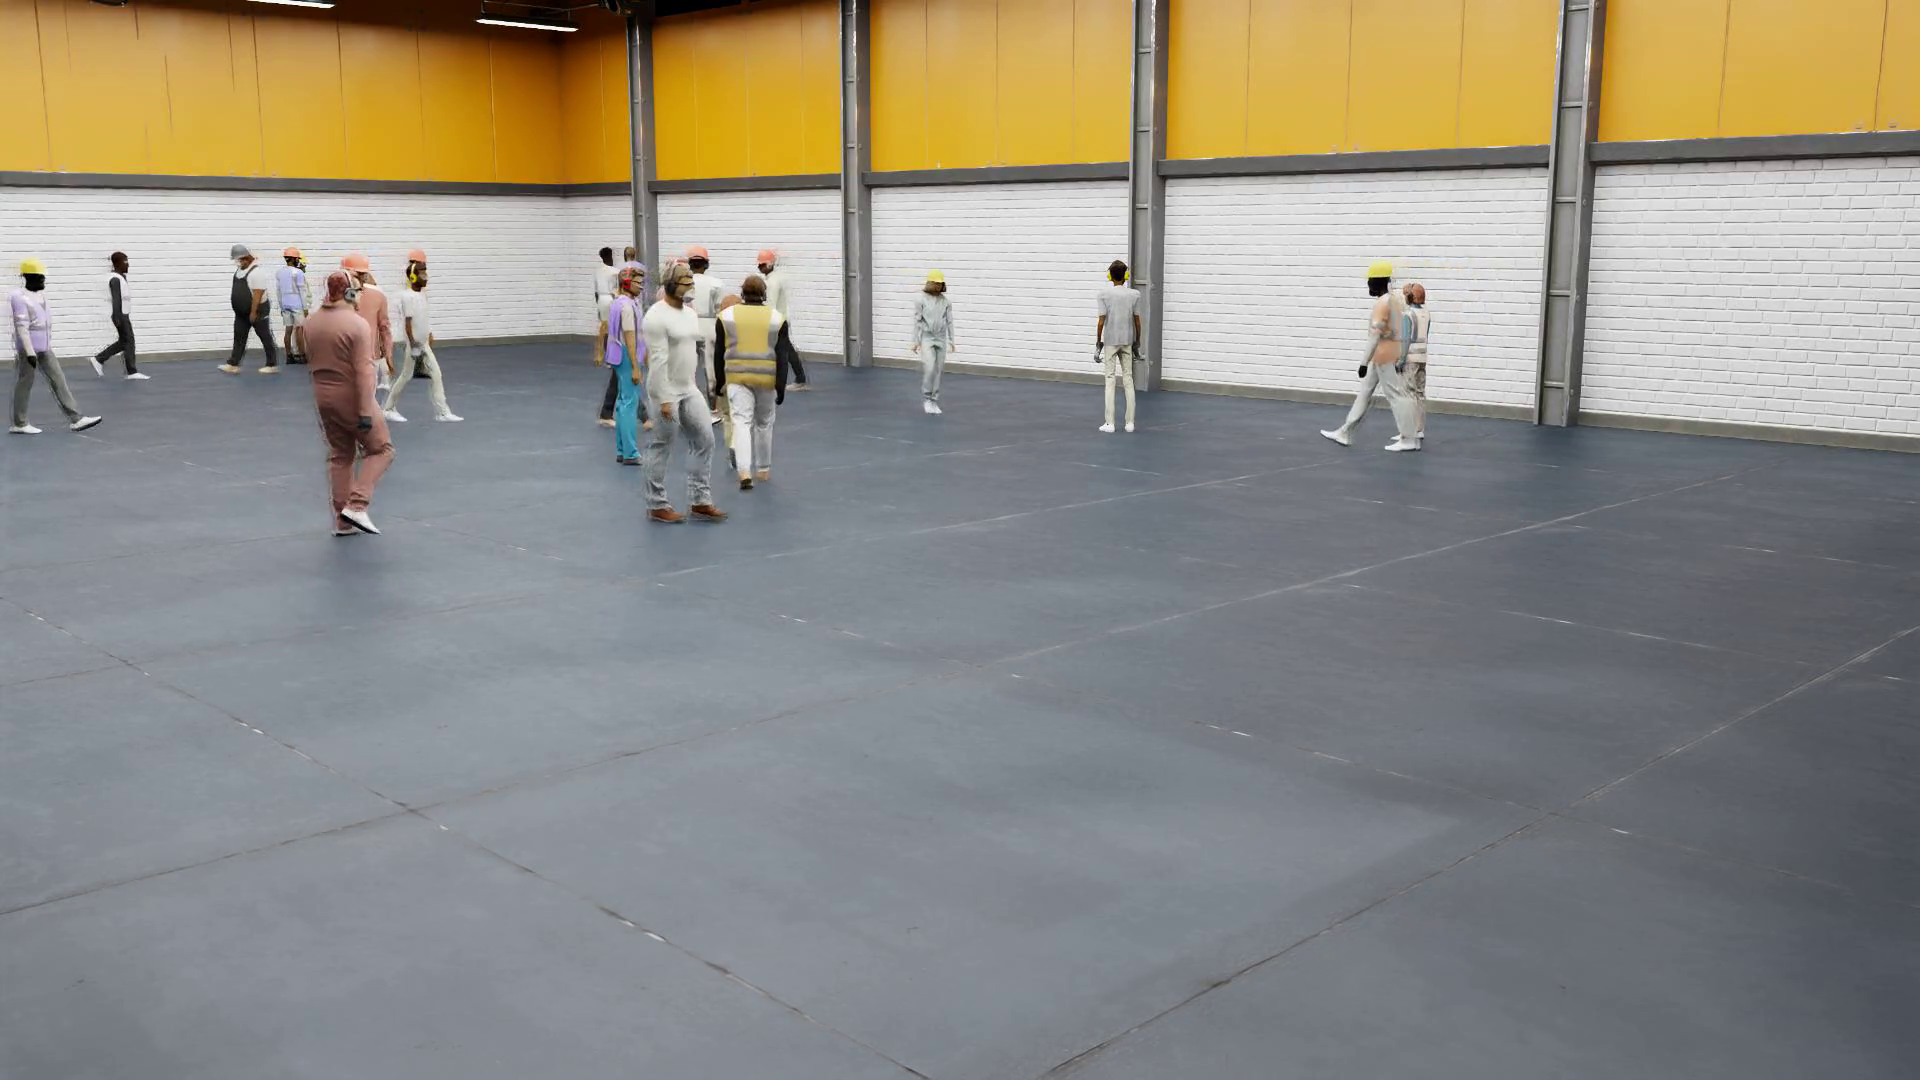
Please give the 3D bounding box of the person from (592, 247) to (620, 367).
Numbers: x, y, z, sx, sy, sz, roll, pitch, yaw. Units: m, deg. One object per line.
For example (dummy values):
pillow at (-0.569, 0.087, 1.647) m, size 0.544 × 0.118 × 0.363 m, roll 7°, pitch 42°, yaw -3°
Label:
person at (-5.675, -3.766, 26.999) m, size 0.622 × 1.938 × 0.393 m, roll 8°, pitch 13°, yaw 37°

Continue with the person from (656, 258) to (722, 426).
person at (-2.979, -2.172, 18.424) m, size 0.878 × 1.872 × 0.673 m, roll 2°, pitch 11°, yaw 12°

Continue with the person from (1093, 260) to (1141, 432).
person at (1.713, -2.100, 18.078) m, size 0.533 × 1.864 × 0.314 m, roll -2°, pitch 11°, yaw -11°

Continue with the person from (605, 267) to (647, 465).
person at (-3.099, -1.614, 15.498) m, size 0.389 × 1.838 × 0.563 m, roll -4°, pitch 11°, yaw -20°

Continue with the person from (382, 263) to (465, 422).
person at (-6.221, -2.245, 18.987) m, size 0.960 × 1.830 × 0.536 m, roll 2°, pitch 11°, yaw 10°

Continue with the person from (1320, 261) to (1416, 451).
person at (4.107, -1.817, 16.495) m, size 0.974 × 1.871 × 0.613 m, roll 4°, pitch 11°, yaw 19°

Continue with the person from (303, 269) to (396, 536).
person at (-4.310, -0.955, 11.763) m, size 0.649 × 1.895 × 0.434 m, roll 6°, pitch 12°, yaw 29°

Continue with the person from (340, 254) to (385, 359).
person at (-6.690, -2.202, 18.465) m, size 0.558 × 1.921 × 0.405 m, roll -7°, pitch 12°, yaw -33°

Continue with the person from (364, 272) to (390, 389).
person at (-8.128, -2.869, 22.934) m, size 0.288 × 1.626 × 0.497 m, roll 5°, pitch 12°, yaw 26°

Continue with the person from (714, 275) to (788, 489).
person at (-1.774, -1.348, 14.164) m, size 0.630 × 1.807 × 0.928 m, roll -2°, pitch 11°, yaw -8°

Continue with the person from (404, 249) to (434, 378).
person at (-8.036, -3.365, 24.814) m, size 0.476 × 1.921 × 0.584 m, roll -1°, pitch 10°, yaw -8°

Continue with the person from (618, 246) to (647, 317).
person at (-5.818, -4.238, 29.531) m, size 0.354 × 1.938 × 0.634 m, roll 8°, pitch 13°, yaw 38°

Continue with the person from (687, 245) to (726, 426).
person at (-2.928, -2.279, 18.685) m, size 0.630 × 2.028 × 0.530 m, roll -2°, pitch 11°, yaw -10°

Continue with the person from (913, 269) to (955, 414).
person at (-0.285, -2.358, 19.829) m, size 0.513 × 1.723 × 0.484 m, roll -6°, pitch 12°, yaw -28°

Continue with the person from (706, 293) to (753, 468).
person at (-2.058, -1.421, 15.058) m, size 0.503 × 1.613 × 0.582 m, roll 1°, pitch 10°, yaw 5°

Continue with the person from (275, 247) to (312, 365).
person at (-11.026, -3.869, 27.542) m, size 0.543 × 1.932 × 0.376 m, roll 4°, pitch 11°, yaw 19°

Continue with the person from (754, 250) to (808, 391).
person at (-2.579, -2.969, 22.644) m, size 1.104 × 1.922 × 0.626 m, roll -3°, pitch 11°, yaw -17°

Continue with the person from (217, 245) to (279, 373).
person at (-10.983, -3.559, 25.553) m, size 0.691 × 2.000 × 0.948 m, roll 7°, pitch 13°, yaw 35°

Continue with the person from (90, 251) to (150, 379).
person at (-12.518, -3.320, 24.659) m, size 0.726 × 1.899 × 0.599 m, roll -4°, pitch 11°, yaw -19°

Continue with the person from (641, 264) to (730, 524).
person at (-2.021, -1.053, 12.207) m, size 0.735 × 1.911 × 0.647 m, roll 5°, pitch 12°, yaw 26°

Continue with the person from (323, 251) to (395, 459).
person at (-5.711, -1.745, 15.839) m, size 0.612 × 1.974 × 0.459 m, roll -8°, pitch 13°, yaw -38°

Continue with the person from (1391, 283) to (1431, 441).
person at (4.699, -1.842, 17.282) m, size 0.307 × 1.639 × 0.525 m, roll 9°, pitch 14°, yaw 41°

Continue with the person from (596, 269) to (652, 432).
person at (-3.629, -2.062, 18.129) m, size 1.038 × 1.763 × 0.551 m, roll 6°, pitch 12°, yaw 28°

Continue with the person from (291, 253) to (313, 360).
person at (-11.337, -4.009, 28.584) m, size 0.403 × 1.828 × 0.594 m, roll -8°, pitch 13°, yaw -37°

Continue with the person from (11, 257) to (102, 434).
person at (-9.788, -2.065, 17.807) m, size 0.963 × 1.881 × 0.616 m, roll 1°, pitch 10°, yaw 3°
